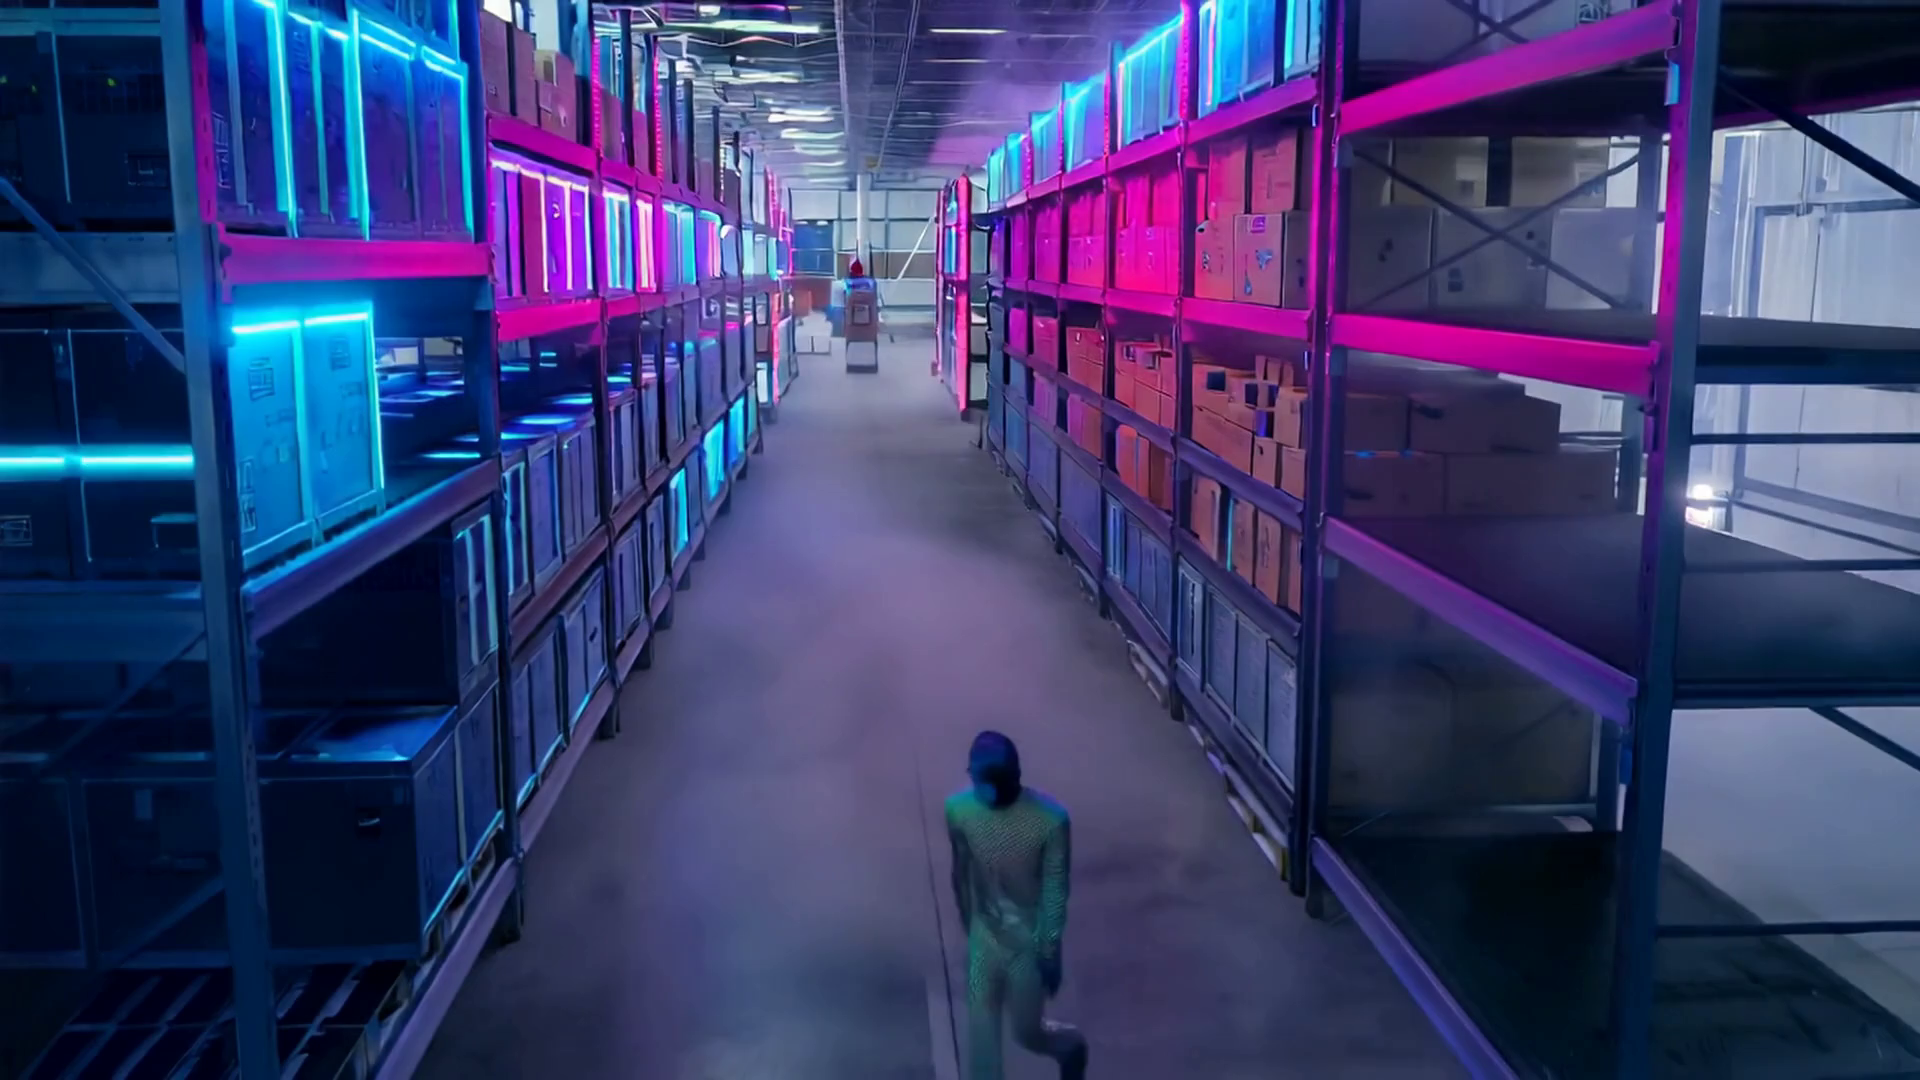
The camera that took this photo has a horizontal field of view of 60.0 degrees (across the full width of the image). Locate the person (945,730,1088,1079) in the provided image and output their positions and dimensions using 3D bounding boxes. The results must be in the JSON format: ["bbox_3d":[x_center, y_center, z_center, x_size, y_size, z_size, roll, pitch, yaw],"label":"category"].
[{"bbox_3d":[0.248,1.707,7.172,0.631,1.912,0.759,6,11,31],"label":"person"}]

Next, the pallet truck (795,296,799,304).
[{"bbox_3d":[-8.622,-12.439,91.403,1.885,1.965,0.823,2,10,13],"label":"pallet truck"}]

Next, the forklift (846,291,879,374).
[{"bbox_3d":[-3.365,-7.152,57.190,1.129,2.768,1.873,-1,10,-4],"label":"forklift"}]

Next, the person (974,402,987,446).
[{"bbox_3d":[0.666,-2.848,34.696,0.888,1.803,0.579,0,10,0],"label":"person"}]

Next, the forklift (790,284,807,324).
[{"bbox_3d":[-7.411,-10.137,75.020,1.129,2.768,1.873,2,10,11],"label":"forklift"}]
